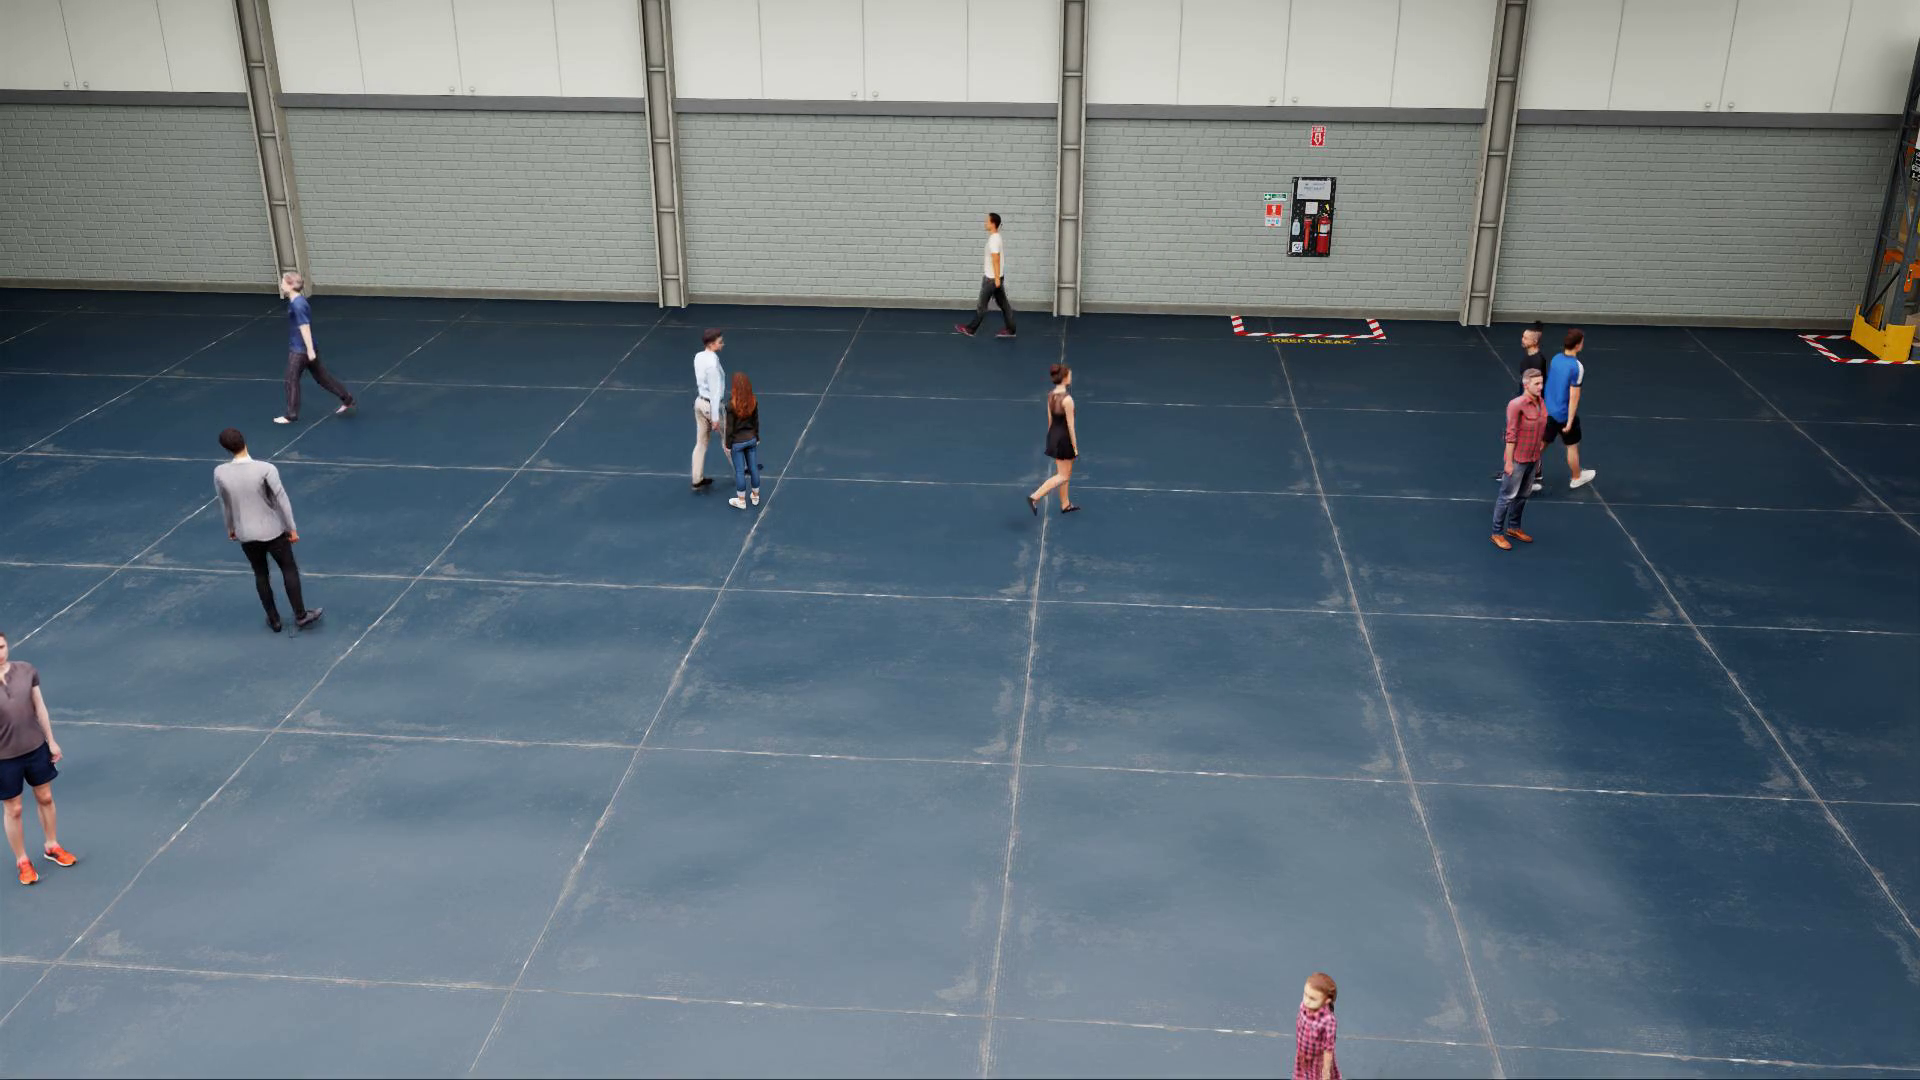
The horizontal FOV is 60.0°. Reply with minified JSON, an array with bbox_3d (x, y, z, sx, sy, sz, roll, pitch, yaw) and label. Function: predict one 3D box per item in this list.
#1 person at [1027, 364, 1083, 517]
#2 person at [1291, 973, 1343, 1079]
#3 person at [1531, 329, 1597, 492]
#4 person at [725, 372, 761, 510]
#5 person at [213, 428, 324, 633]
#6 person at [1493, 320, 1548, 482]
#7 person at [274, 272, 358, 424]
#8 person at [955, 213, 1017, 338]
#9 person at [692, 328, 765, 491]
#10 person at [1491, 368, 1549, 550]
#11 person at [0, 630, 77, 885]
[{"bbox_3d":[0.984,-0.995,17.212,1.015,1.659,0.850,-11,25,-24],"label":"person"},{"bbox_3d":[1.987,2.800,9.115,0.780,1.013,0.693,-16,28,-32],"label":"person"},{"bbox_3d":[6.348,-1.344,17.828,1.295,1.820,1.081,-11,26,-25],"label":"person"},{"bbox_3d":[-2.296,-1.067,17.605,0.638,1.483,0.700,-18,29,-36],"label":"person"},{"bbox_3d":[-6.188,-0.073,14.741,0.585,1.896,0.940,4,23,8],"label":"person"},{"bbox_3d":[6.282,-1.478,18.113,0.810,1.843,0.759,6,24,13],"label":"person"},{"bbox_3d":[-7.818,-2.309,20.091,1.294,1.824,1.024,-8,24,-18],"label":"person"},{"bbox_3d":[0.570,-3.689,23.407,1.082,1.770,0.689,3,23,6],"label":"person"},{"bbox_3d":[-2.737,-1.376,17.946,1.092,1.786,1.126,21,31,40],"label":"person"},{"bbox_3d":[5.611,-0.840,16.629,0.728,1.831,0.813,-15,27,-32],"label":"person"},{"bbox_3d":[-6.381,1.430,11.265,0.736,1.850,0.735,17,28,34],"label":"person"}]
